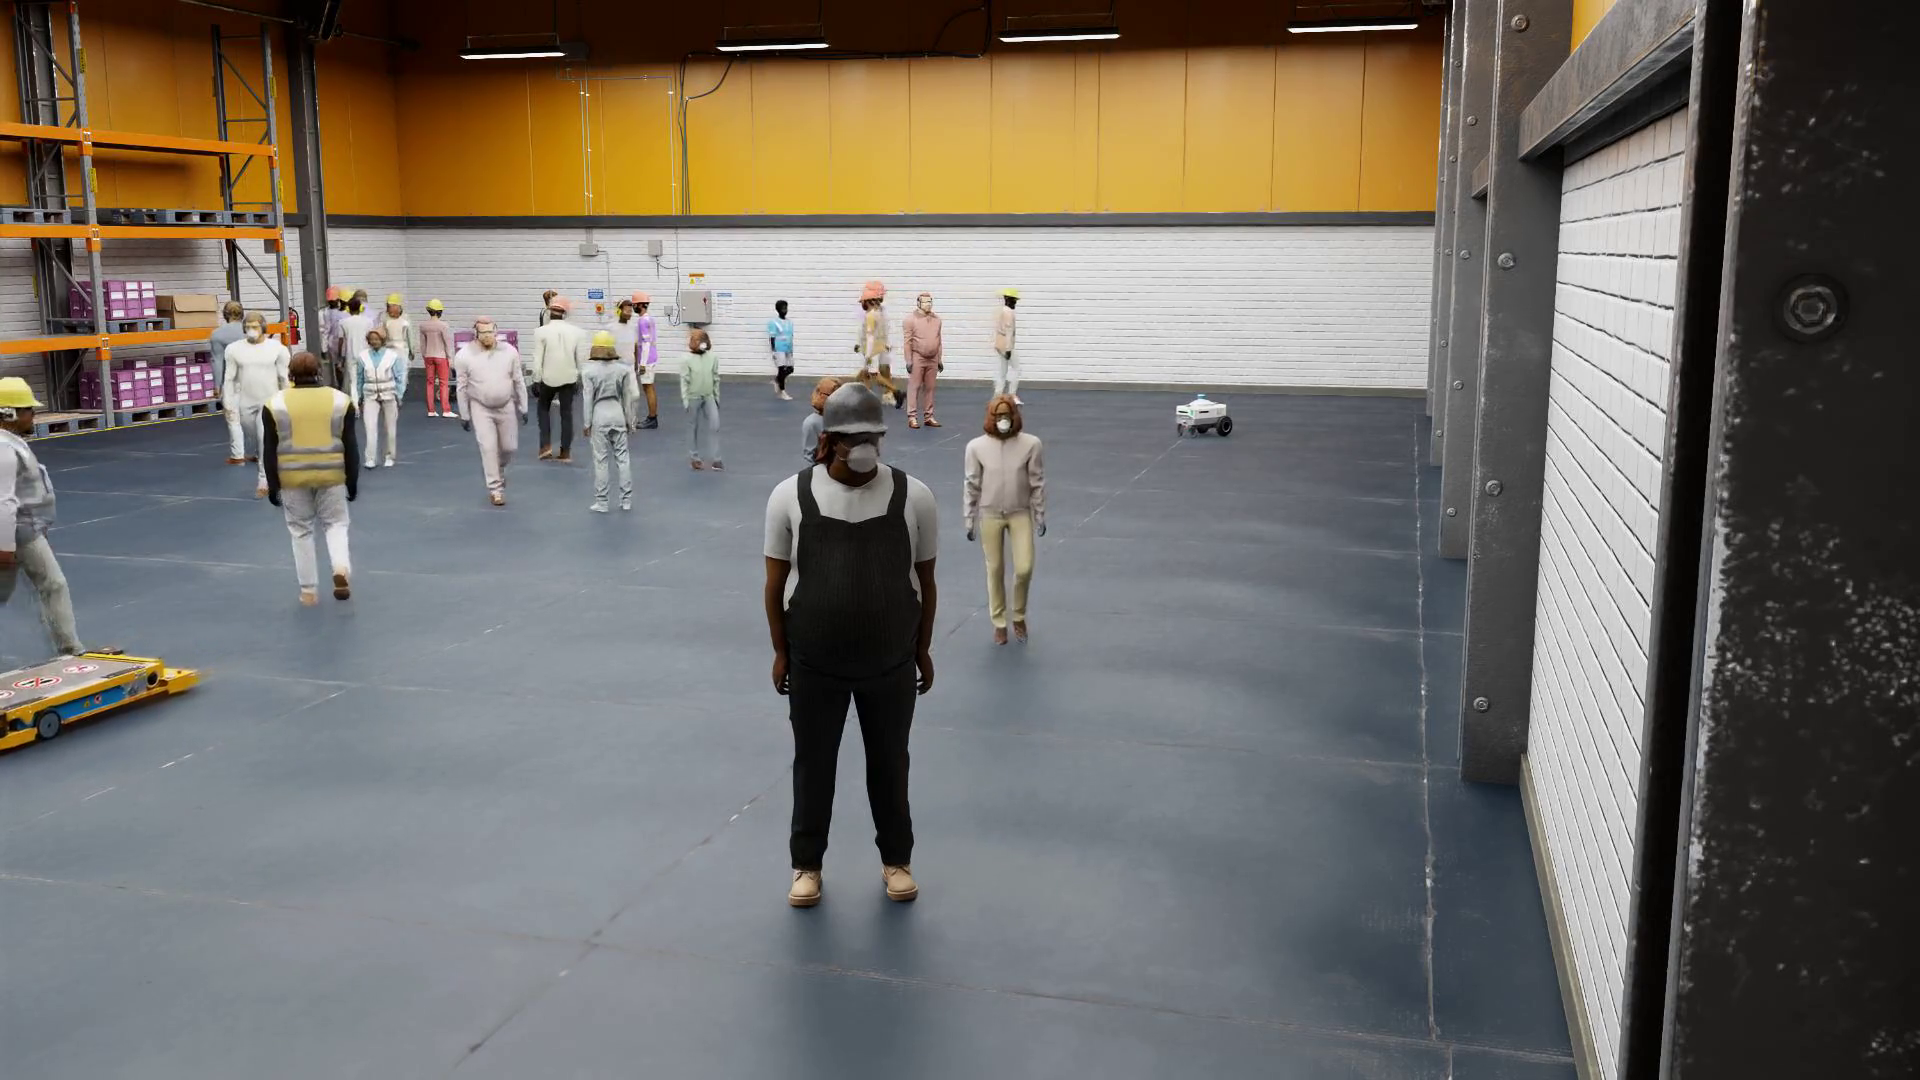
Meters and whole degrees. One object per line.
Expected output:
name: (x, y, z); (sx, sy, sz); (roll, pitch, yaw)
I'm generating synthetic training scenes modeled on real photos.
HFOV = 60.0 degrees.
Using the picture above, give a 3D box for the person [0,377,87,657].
person: (-5.671, -0.073, 9.880); (0.901, 1.797, 0.587); (-7, 12, -35)

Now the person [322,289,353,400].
person: (-9.891, -3.100, 26.778); (0.642, 1.871, 0.944); (-1, 10, -5)

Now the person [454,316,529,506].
person: (-4.682, -1.304, 16.611); (0.695, 1.875, 0.710); (-5, 11, -26)

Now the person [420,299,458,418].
person: (-7.802, -2.704, 24.835); (0.523, 1.769, 0.315); (3, 11, 19)

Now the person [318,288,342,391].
person: (-10.362, -3.251, 27.678); (0.564, 1.861, 0.952); (-2, 10, -11)

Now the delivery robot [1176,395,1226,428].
delivery robot: (3.247, -1.712, 22.387); (0.707, 0.478, 0.477); (-8, 13, -37)

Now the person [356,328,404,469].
person: (-6.649, -1.602, 19.016); (0.545, 1.602, 0.782); (-1, 10, -6)

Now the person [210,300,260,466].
person: (-8.407, -1.827, 19.422); (0.391, 1.929, 0.647); (7, 12, 36)

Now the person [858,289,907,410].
person: (-1.288, -2.936, 25.824); (0.865, 1.896, 0.567); (1, 10, 3)

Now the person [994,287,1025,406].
person: (0.801, -3.086, 26.620); (0.636, 1.891, 0.616); (-3, 10, -17)

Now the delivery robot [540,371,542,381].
delivery robot: (-6.853, -2.743, 28.224); (0.707, 0.478, 0.477); (0, 10, 1)

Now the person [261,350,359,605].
person: (-4.574, -0.420, 11.747); (0.631, 1.830, 0.529); (-5, 11, -27)

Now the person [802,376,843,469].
person: (-0.949, -0.356, 11.915); (0.279, 1.633, 0.497); (5, 11, 27)

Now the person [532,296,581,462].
person: (-4.799, -1.905, 19.772); (0.620, 1.958, 0.607); (-6, 12, -32)

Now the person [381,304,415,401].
person: (-9.267, -3.076, 27.380); (0.528, 1.611, 0.734); (-1, 10, -6)

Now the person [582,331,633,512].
person: (-3.420, -1.147, 16.086); (0.492, 1.742, 0.320); (-7, 12, -34)

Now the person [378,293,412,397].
person: (-9.520, -3.261, 27.963); (0.603, 1.783, 0.844); (3, 11, 18)

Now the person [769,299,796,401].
person: (-2.995, -3.162, 27.680); (0.540, 1.682, 0.540); (9, 13, 41)

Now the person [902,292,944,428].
person: (-0.498, -2.533, 23.472); (0.639, 1.909, 0.402); (-7, 12, -34)

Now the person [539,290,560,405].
person: (-6.596, -3.098, 26.843); (0.350, 1.847, 0.506); (-7, 12, -33)

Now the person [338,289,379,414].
person: (-9.251, -2.899, 25.540); (0.663, 1.912, 0.655); (9, 13, 42)

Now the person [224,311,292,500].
person: (-7.185, -1.402, 17.099); (0.637, 1.909, 0.964); (-1, 10, -7)

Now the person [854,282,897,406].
person: (-1.423, -3.136, 26.659); (0.987, 2.006, 0.621); (7, 12, 33)

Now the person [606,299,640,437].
person: (-4.523, -2.298, 22.317); (0.533, 1.846, 0.470); (-7, 12, -33)

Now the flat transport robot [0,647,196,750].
flat transport robot: (-4.924, 0.841, 8.997); (0.652, 0.197, 1.431); (3, 11, 17)

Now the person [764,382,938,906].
person: (-0.407, 0.409, 6.434); (0.682, 2.000, 0.537); (-1, 10, -8)

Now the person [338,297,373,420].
person: (-8.916, -2.681, 24.608); (0.569, 1.815, 0.958); (-4, 11, -20)

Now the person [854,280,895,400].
person: (-1.422, -3.342, 27.849); (1.055, 1.999, 0.614); (6, 11, 29)

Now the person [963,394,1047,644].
person: (0.287, -0.124, 10.629); (0.538, 1.617, 0.403); (0, 10, 1)

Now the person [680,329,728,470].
person: (-2.896, -1.578, 18.879); (0.532, 1.606, 0.695); (-7, 12, -35)

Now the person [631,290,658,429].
person: (-4.435, -2.521, 23.321); (0.379, 1.937, 0.548); (0, 10, -2)
